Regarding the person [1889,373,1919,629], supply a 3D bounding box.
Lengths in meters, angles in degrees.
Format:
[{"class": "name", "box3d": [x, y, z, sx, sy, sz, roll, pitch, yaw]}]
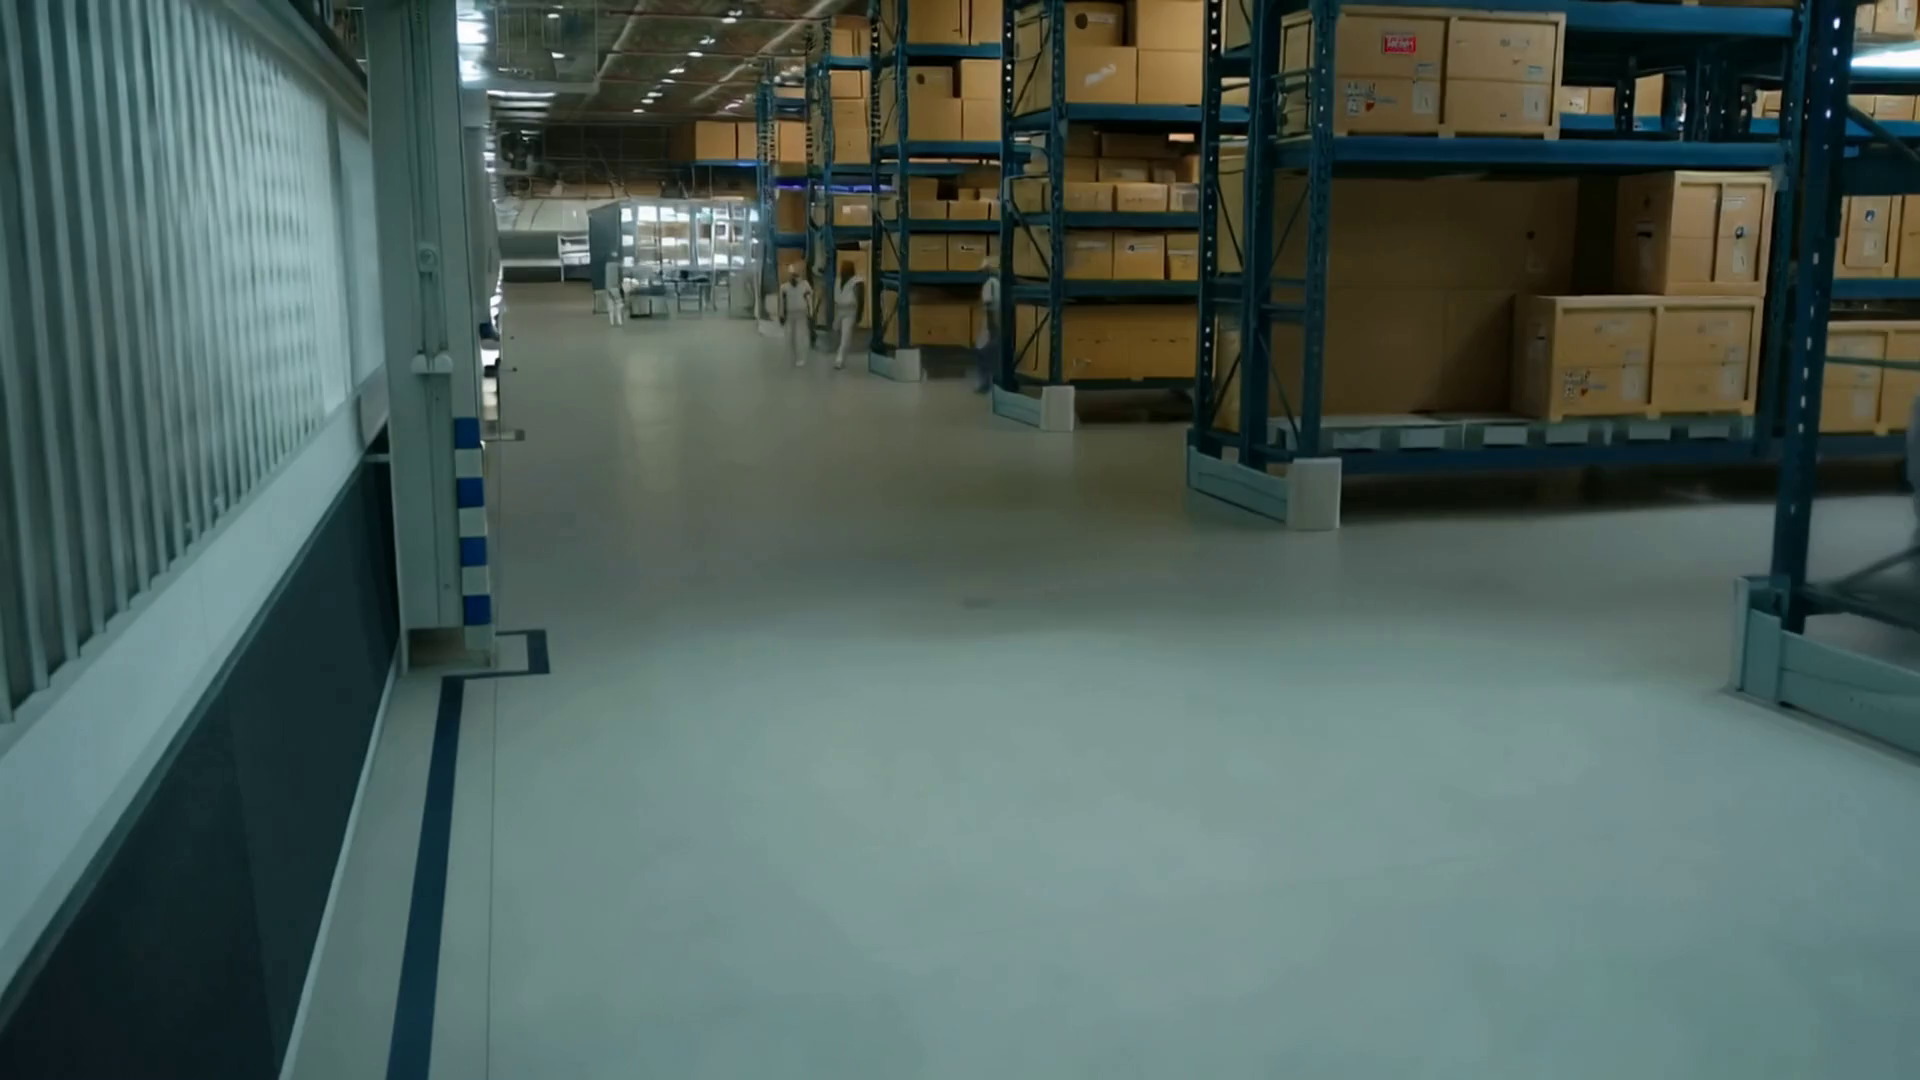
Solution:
[{"class": "person", "box3d": [5.165, -0.318, 8.724, 0.450, 1.630, 0.547, 2, 10, 9]}]

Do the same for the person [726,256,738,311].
[{"class": "person", "box3d": [-6.541, -7.325, 48.107, 0.485, 1.735, 0.347, 5, 11, 27]}]

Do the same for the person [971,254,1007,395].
[{"class": "person", "box3d": [0.397, -2.907, 22.585, 0.641, 1.914, 0.557, 6, 11, 29]}]

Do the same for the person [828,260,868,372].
[{"class": "person", "box3d": [-1.785, -3.643, 27.119, 0.852, 1.812, 0.641, -9, 13, -41]}]

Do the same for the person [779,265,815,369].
[{"class": "person", "box3d": [-2.733, -3.693, 27.570, 0.572, 1.713, 0.819, 3, 10, 16]}]

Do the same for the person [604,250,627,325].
[{"class": "person", "box3d": [-8.917, -6.539, 43.063, 0.543, 1.939, 0.361, 4, 11, 23]}]
